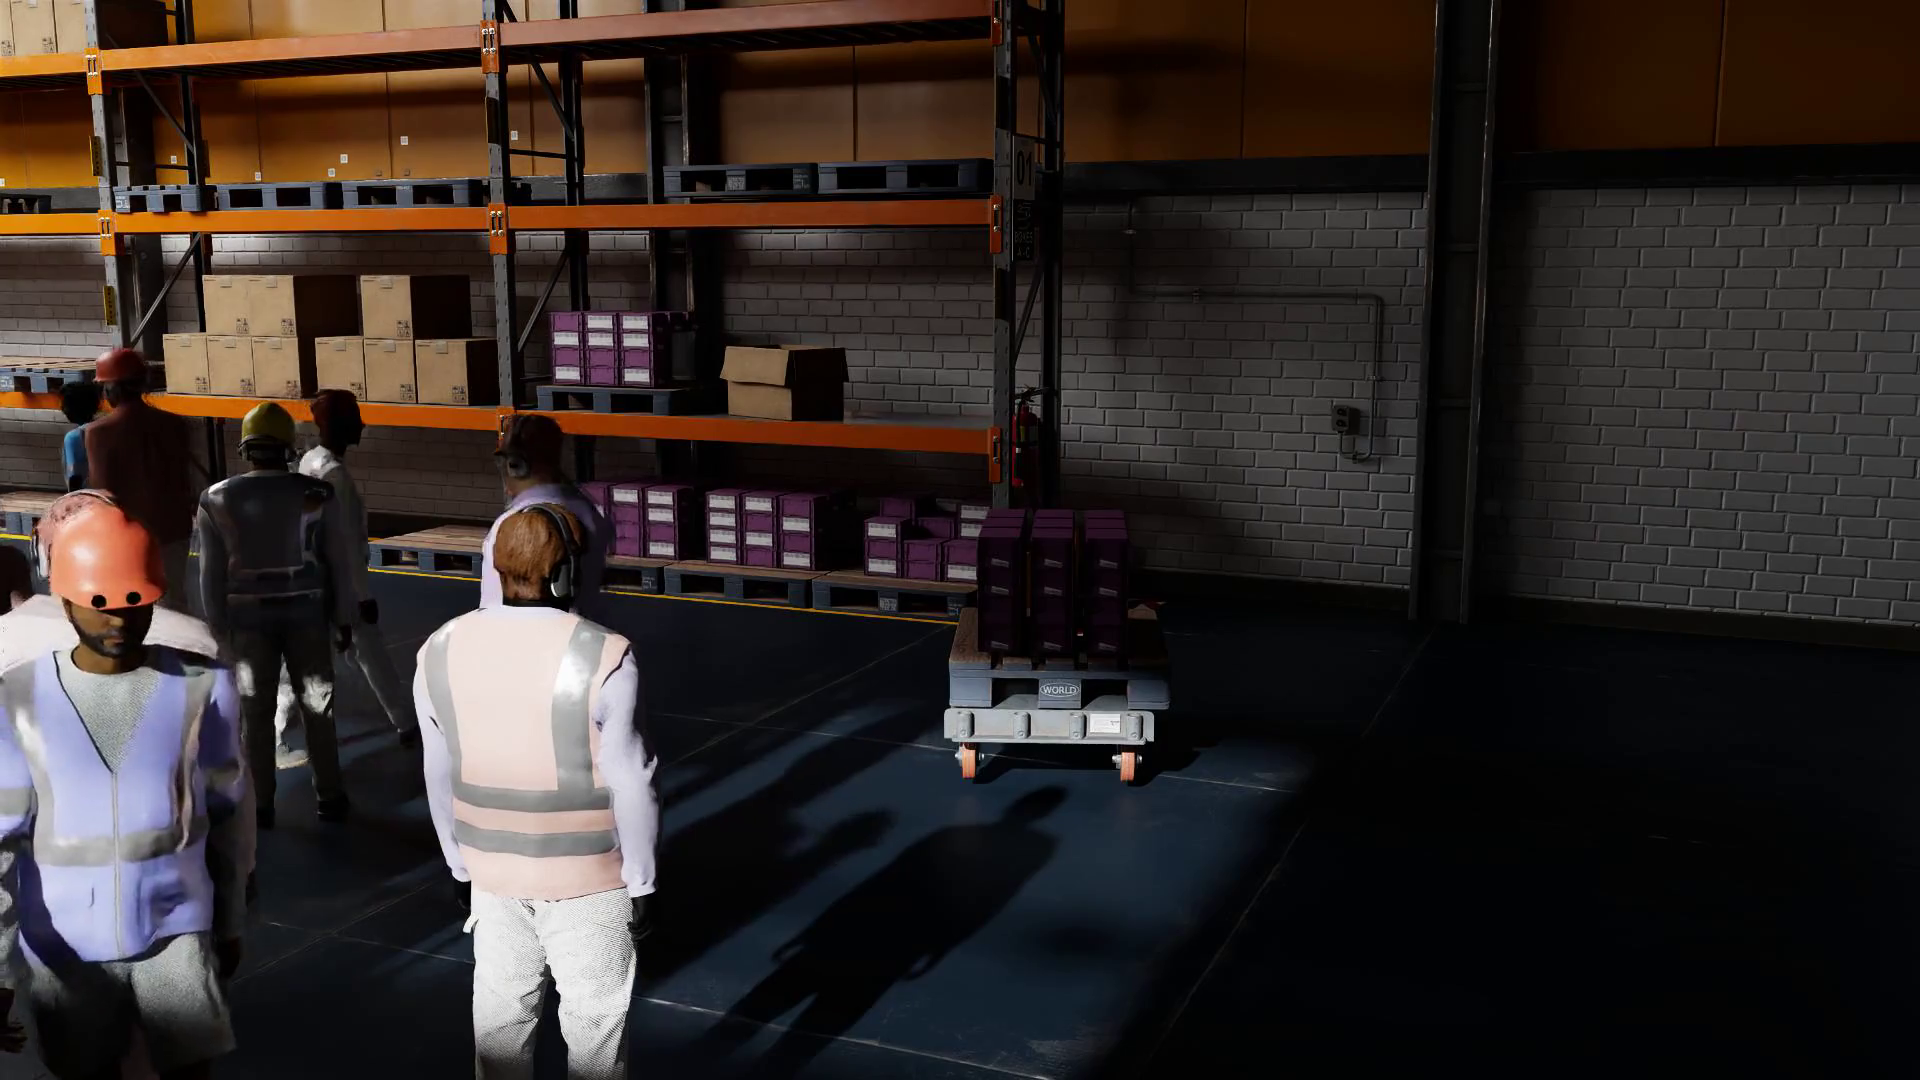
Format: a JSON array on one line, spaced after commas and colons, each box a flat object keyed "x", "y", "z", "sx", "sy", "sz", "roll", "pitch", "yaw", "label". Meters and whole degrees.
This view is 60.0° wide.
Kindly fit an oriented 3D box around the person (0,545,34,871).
[{"x": -3.640, "y": 0.564, "z": 6.088, "sx": 0.921, "sy": 1.710, "sz": 0.531, "roll": 7, "pitch": 12, "yaw": 37, "label": "person"}]

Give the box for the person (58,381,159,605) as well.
[{"x": -5.473, "y": -0.195, "z": 10.737, "sx": 0.719, "sy": 1.666, "sz": 0.571, "roll": -1, "pitch": 9, "yaw": -3, "label": "person"}]

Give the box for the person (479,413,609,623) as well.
[{"x": -1.481, "y": 0.499, "z": 5.906, "sx": 0.440, "sy": 1.894, "sz": 0.676, "roll": 3, "pitch": 10, "yaw": 15, "label": "person"}]

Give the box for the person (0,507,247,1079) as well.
[{"x": -1.862, "y": 0.865, "z": 3.706, "sx": 0.562, "sy": 1.903, "sz": 0.780, "roll": -5, "pitch": 11, "yaw": -29, "label": "person"}]

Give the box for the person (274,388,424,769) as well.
[{"x": -3.001, "y": 0.187, "z": 8.014, "sx": 1.013, "sy": 1.831, "sz": 0.588, "roll": -4, "pitch": 10, "yaw": -25, "label": "person"}]

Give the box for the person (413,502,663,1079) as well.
[{"x": -1.015, "y": 0.821, "z": 4.155, "sx": 0.625, "sy": 1.844, "sz": 0.429, "roll": 3, "pitch": 10, "yaw": 16, "label": "person"}]

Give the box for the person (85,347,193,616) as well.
[{"x": -4.363, "y": -0.039, "z": 8.912, "sx": 0.495, "sy": 1.976, "sz": 0.606, "roll": 6, "pitch": 11, "yaw": 33, "label": "person"}]

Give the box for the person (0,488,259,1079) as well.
[{"x": -2.113, "y": 0.807, "z": 4.148, "sx": 0.653, "sy": 1.875, "sz": 0.900, "roll": -2, "pitch": 10, "yaw": -11, "label": "person"}]

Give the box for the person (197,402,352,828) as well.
[{"x": -2.931, "y": 0.322, "z": 7.167, "sx": 0.600, "sy": 1.829, "sz": 0.404, "roll": -3, "pitch": 10, "yaw": -19, "label": "person"}]
